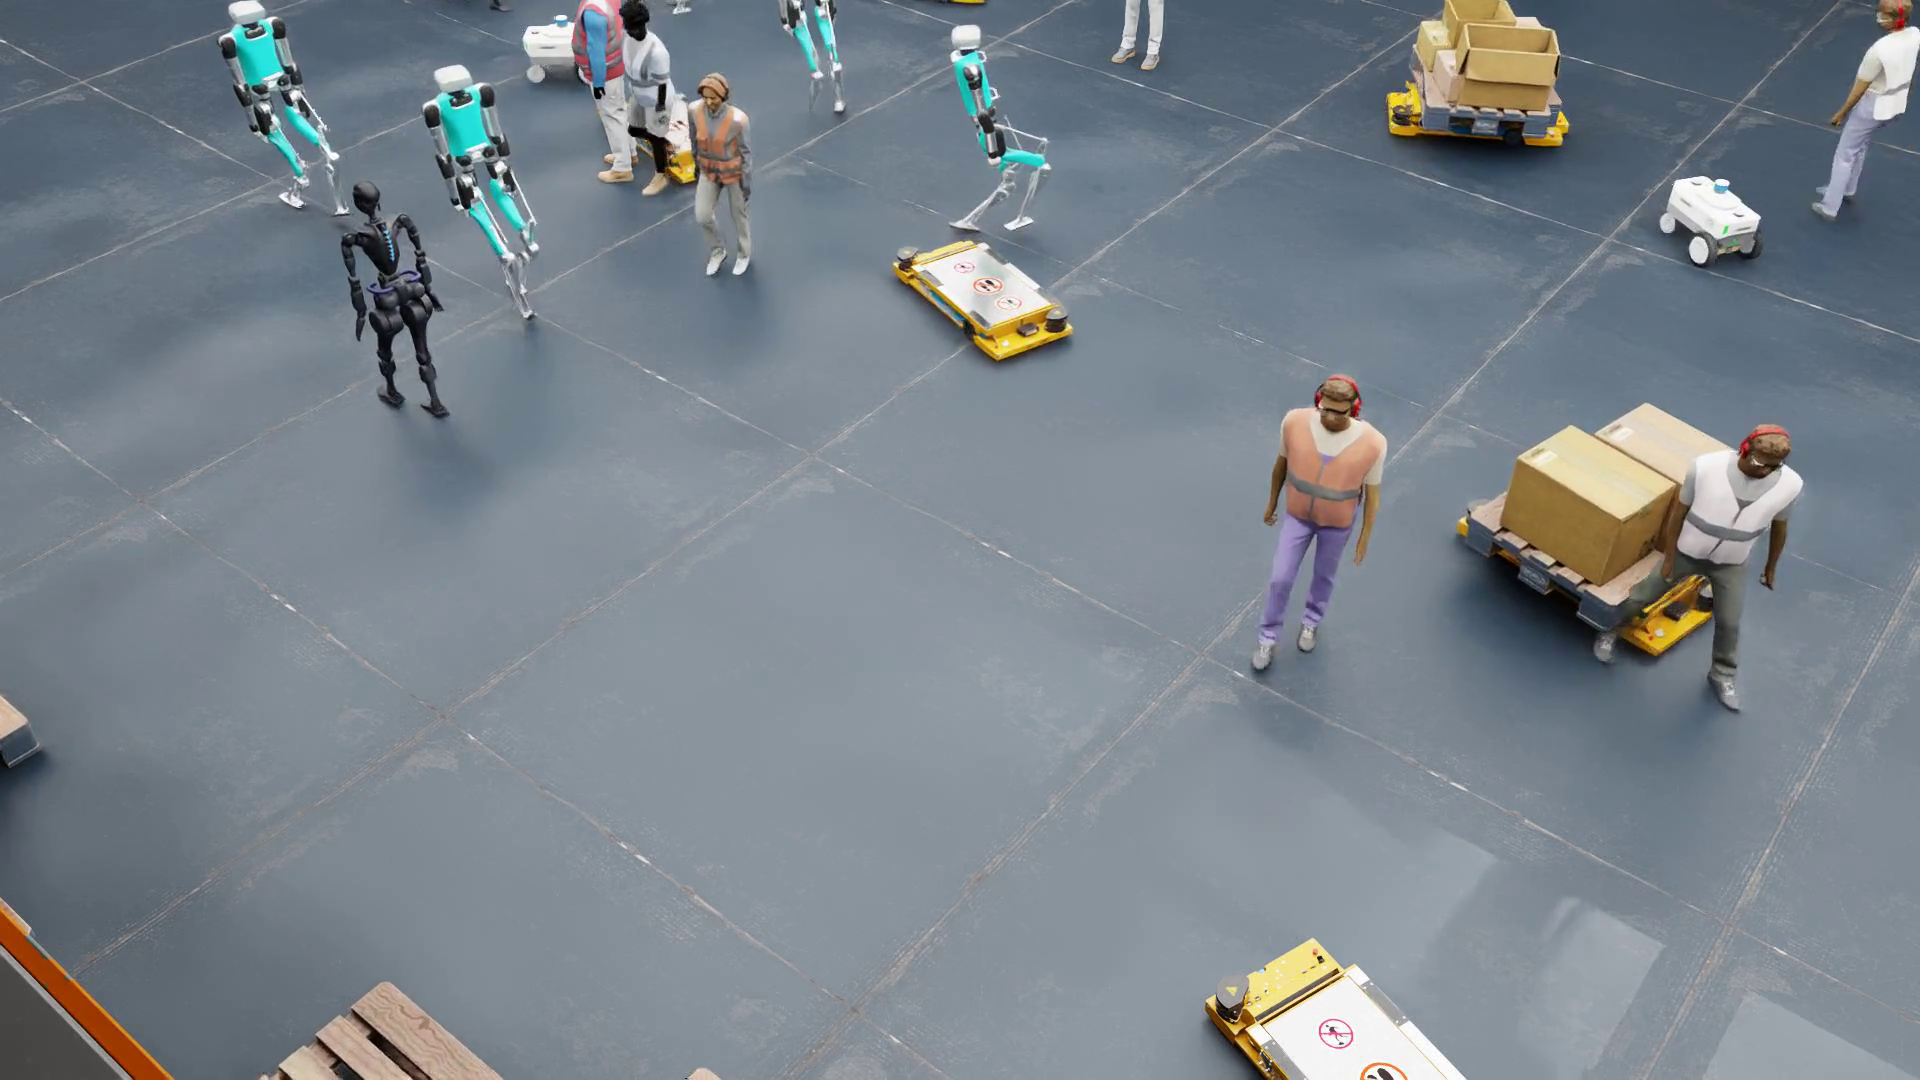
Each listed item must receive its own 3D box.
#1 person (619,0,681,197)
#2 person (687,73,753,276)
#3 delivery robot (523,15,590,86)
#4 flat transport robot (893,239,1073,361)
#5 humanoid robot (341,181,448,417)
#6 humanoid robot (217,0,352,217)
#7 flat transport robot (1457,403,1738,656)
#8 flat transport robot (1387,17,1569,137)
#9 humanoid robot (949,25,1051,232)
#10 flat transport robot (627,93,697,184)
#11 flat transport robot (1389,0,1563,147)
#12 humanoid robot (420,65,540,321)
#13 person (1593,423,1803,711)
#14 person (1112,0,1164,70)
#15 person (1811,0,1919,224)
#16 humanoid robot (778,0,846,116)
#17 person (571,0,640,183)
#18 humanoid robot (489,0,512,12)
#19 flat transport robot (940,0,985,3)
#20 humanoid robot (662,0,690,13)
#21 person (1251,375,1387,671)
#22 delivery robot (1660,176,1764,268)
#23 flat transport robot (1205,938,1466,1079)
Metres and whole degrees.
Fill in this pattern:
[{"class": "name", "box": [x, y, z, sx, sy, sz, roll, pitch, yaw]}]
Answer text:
[{"class": "person", "box": [-2.419, -3.495, 13.106, 0.556, 1.662, 0.486, 33, 50, 32]}, {"class": "person", "box": [-1.734, -2.643, 12.136, 0.541, 1.618, 0.483, 13, 42, 15]}, {"class": "delivery robot", "box": [-3.556, -4.454, 15.109, 0.814, 0.610, 0.499, 0, 40, 0]}, {"class": "flat transport robot", "box": [0.152, -1.809, 12.206, 0.659, 0.231, 1.431, -22, 45, -24]}, {"class": "humanoid robot", "box": [-3.708, -1.571, 10.850, 0.573, 1.632, 0.609, 31, 49, 31]}, {"class": "humanoid robot", "box": [-5.082, -3.187, 12.733, 1.027, 1.774, 0.539, 29, 48, 30]}, {"class": "flat transport robot", "box": [3.758, 0.115, 9.943, 0.659, 0.231, 1.431, -27, 47, -28]}, {"class": "flat transport robot", "box": [4.517, -3.771, 14.514, 1.431, 0.231, 0.659, 0, 40, 0]}, {"class": "humanoid robot", "box": [0.375, -3.047, 12.554, 0.902, 1.739, 0.537, -7, 41, -9]}, {"class": "flat transport robot", "box": [-2.428, -3.460, 14.149, 0.659, 0.231, 1.431, -25, 46, -27]}, {"class": "flat transport robot", "box": [4.461, -3.682, 14.409, 1.431, 0.231, 0.659, 7, 41, 8]}, {"class": "humanoid robot", "box": [-3.282, -2.372, 11.808, 0.558, 1.875, 0.839, -29, 48, -30]}, {"class": "person", "box": [3.999, 0.076, 8.819, 0.765, 1.792, 0.533, 8, 41, 10]}, {"class": "person", "box": [1.668, -5.172, 14.916, 0.582, 1.882, 0.340, 22, 45, 23]}, {"class": "person", "box": [6.984, -3.310, 12.785, 0.624, 1.812, 0.501, -26, 47, -27]}, {"class": "humanoid robot", "box": [-1.219, -4.385, 14.149, 0.531, 1.828, 0.807, -18, 44, -20]}, {"class": "person", "box": [-2.861, -3.773, 13.315, 0.431, 1.835, 0.628, -1, 40, -1]}, {"class": "humanoid robot", "box": [-4.696, -5.908, 15.951, 0.536, 1.636, 0.611, 11, 42, 12]}, {"class": "flat transport robot", "box": [-0.382, -5.667, 16.745, 1.431, 0.231, 0.659, 9, 41, 10]}, {"class": "humanoid robot", "box": [-2.805, -5.938, 15.928, 0.785, 1.772, 0.533, -12, 42, -14]}, {"class": "person", "box": [1.894, -0.043, 8.921, 0.594, 1.826, 0.697, 15, 43, 17]}, {"class": "delivery robot", "box": [5.775, -2.475, 12.764, 0.499, 0.589, 0.785, -11, 42, -13]}, {"class": "flat transport robot", "box": [1.778, 2.383, 7.275, 0.659, 0.231, 1.431, -22, 45, -24]}]
